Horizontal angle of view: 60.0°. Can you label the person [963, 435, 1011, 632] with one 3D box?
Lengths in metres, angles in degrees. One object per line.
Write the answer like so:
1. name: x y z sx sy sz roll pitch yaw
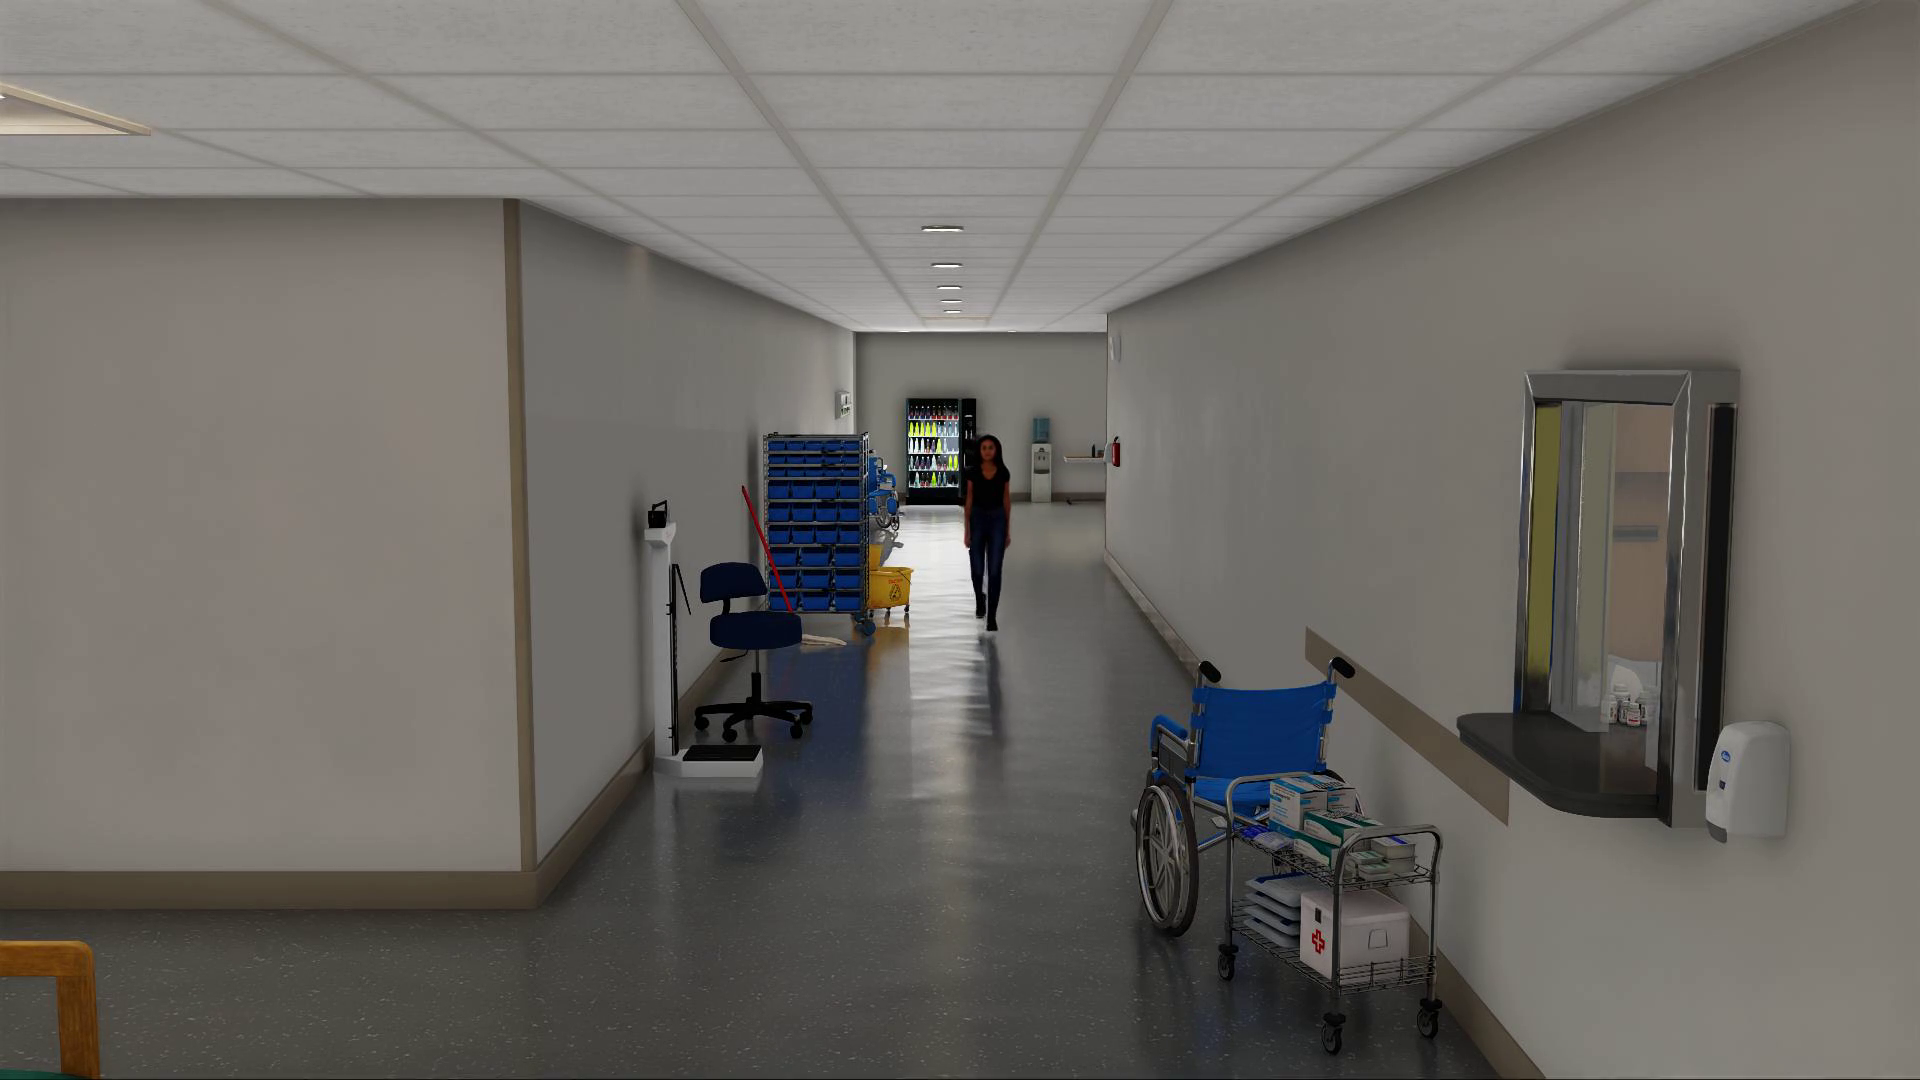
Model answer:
1. person: 0.238 -0.064 14.826 1.072 1.709 0.645 0 6 -1
